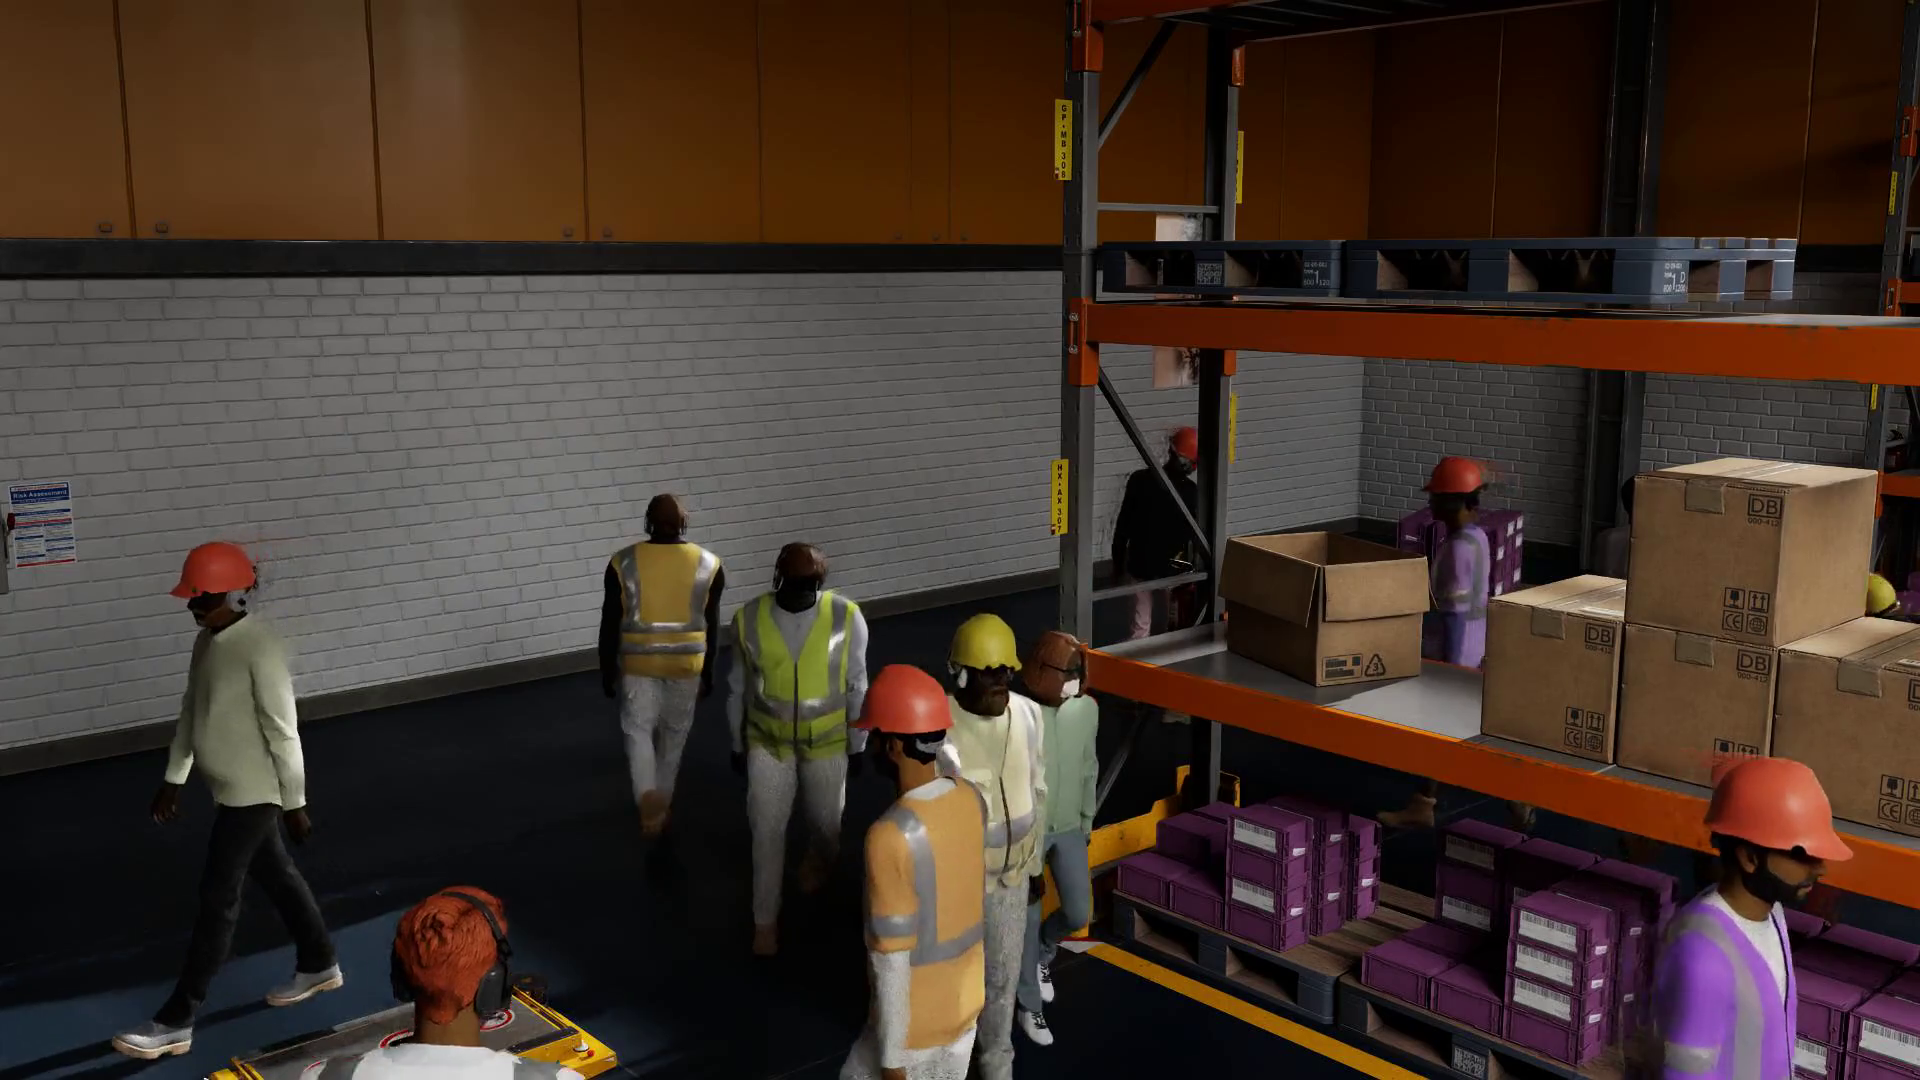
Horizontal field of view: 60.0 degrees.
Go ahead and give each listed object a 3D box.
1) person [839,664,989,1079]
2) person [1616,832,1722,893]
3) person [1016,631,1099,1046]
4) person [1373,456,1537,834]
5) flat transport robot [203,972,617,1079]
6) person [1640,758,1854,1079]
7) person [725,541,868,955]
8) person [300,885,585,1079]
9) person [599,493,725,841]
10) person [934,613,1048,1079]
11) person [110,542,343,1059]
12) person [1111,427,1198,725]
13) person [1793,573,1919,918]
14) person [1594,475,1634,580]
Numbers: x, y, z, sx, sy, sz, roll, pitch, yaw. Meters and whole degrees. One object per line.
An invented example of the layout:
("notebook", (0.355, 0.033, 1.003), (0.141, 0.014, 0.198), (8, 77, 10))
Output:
("person", (-0.136, 1.290, 4.675), (0.401, 1.918, 0.546), (7, 12, 34))
("person", (3.255, 0.796, 7.301), (0.604, 2.023, 0.773), (-6, 11, -30))
("person", (0.319, 1.139, 6.460), (0.520, 1.622, 0.394), (-5, 11, -27))
("person", (2.605, 0.578, 8.580), (0.786, 2.025, 0.608), (4, 10, 22))
("flat transport robot", (-2.018, 1.903, 5.912), (1.431, 0.197, 0.652), (-8, 13, -41))
("person", (1.778, 1.432, 3.840), (0.397, 1.920, 0.576), (8, 12, 39))
("person", (-0.722, 0.873, 7.444), (0.650, 1.810, 0.695), (-1, 10, -3))
("person", (-0.948, 1.552, 3.343), (0.597, 1.848, 0.873), (1, 10, 4))
("person", (-1.532, 0.674, 8.626), (0.645, 1.811, 0.647), (-2, 10, -12))
("person", (0.019, 1.130, 5.913), (0.599, 1.819, 0.590), (-6, 11, -31))
("person", (-2.865, 0.971, 6.462), (0.967, 1.942, 0.614), (-9, 13, -42))
("person", (1.296, 0.222, 10.904), (0.719, 1.944, 0.382), (6, 11, 31))
("person", (3.866, 0.995, 6.989), (0.520, 1.723, 0.862), (-5, 11, -28))
("person", (3.662, 0.563, 9.078), (0.333, 1.873, 0.520), (-4, 11, -23))
